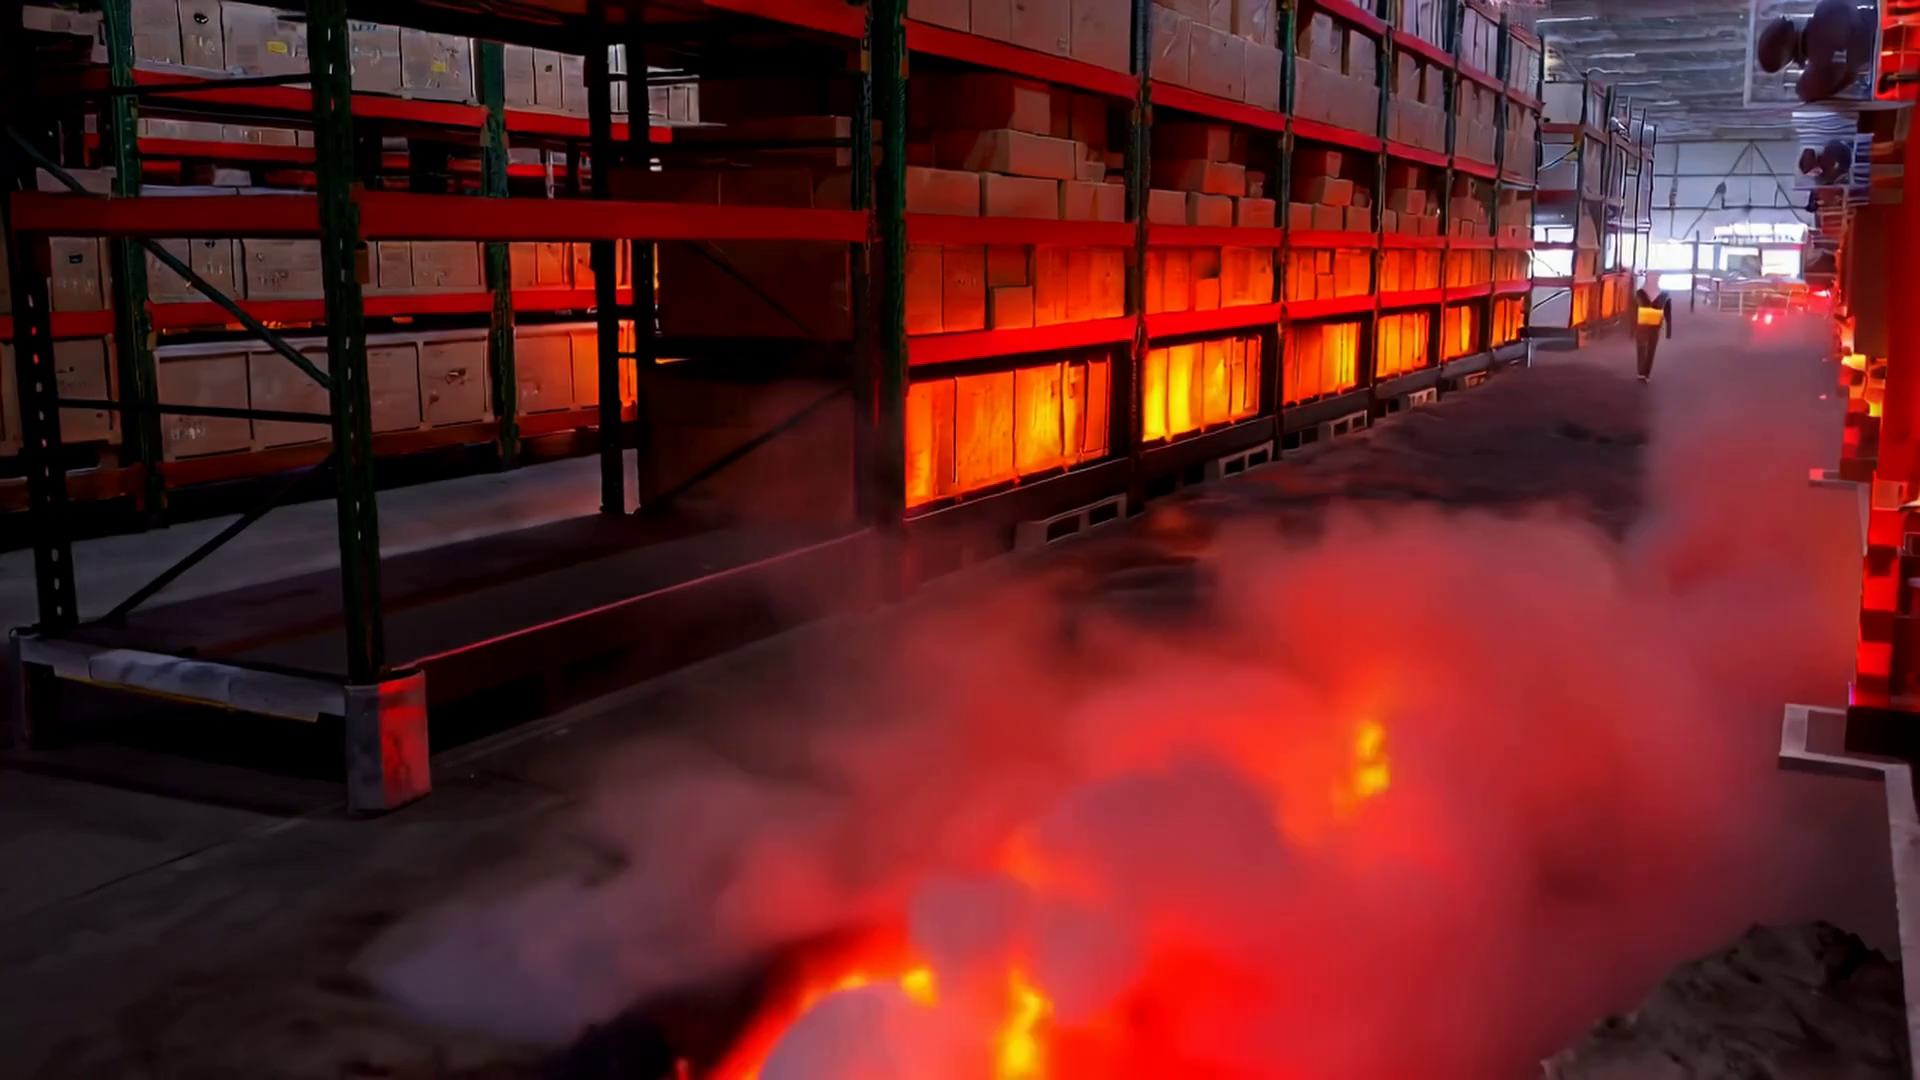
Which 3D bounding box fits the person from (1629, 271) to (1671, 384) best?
[{"bbox_3d":[11.512,-3.531,27.712,0.623,1.862,1.003,3,10,16],"label":"person"}]
